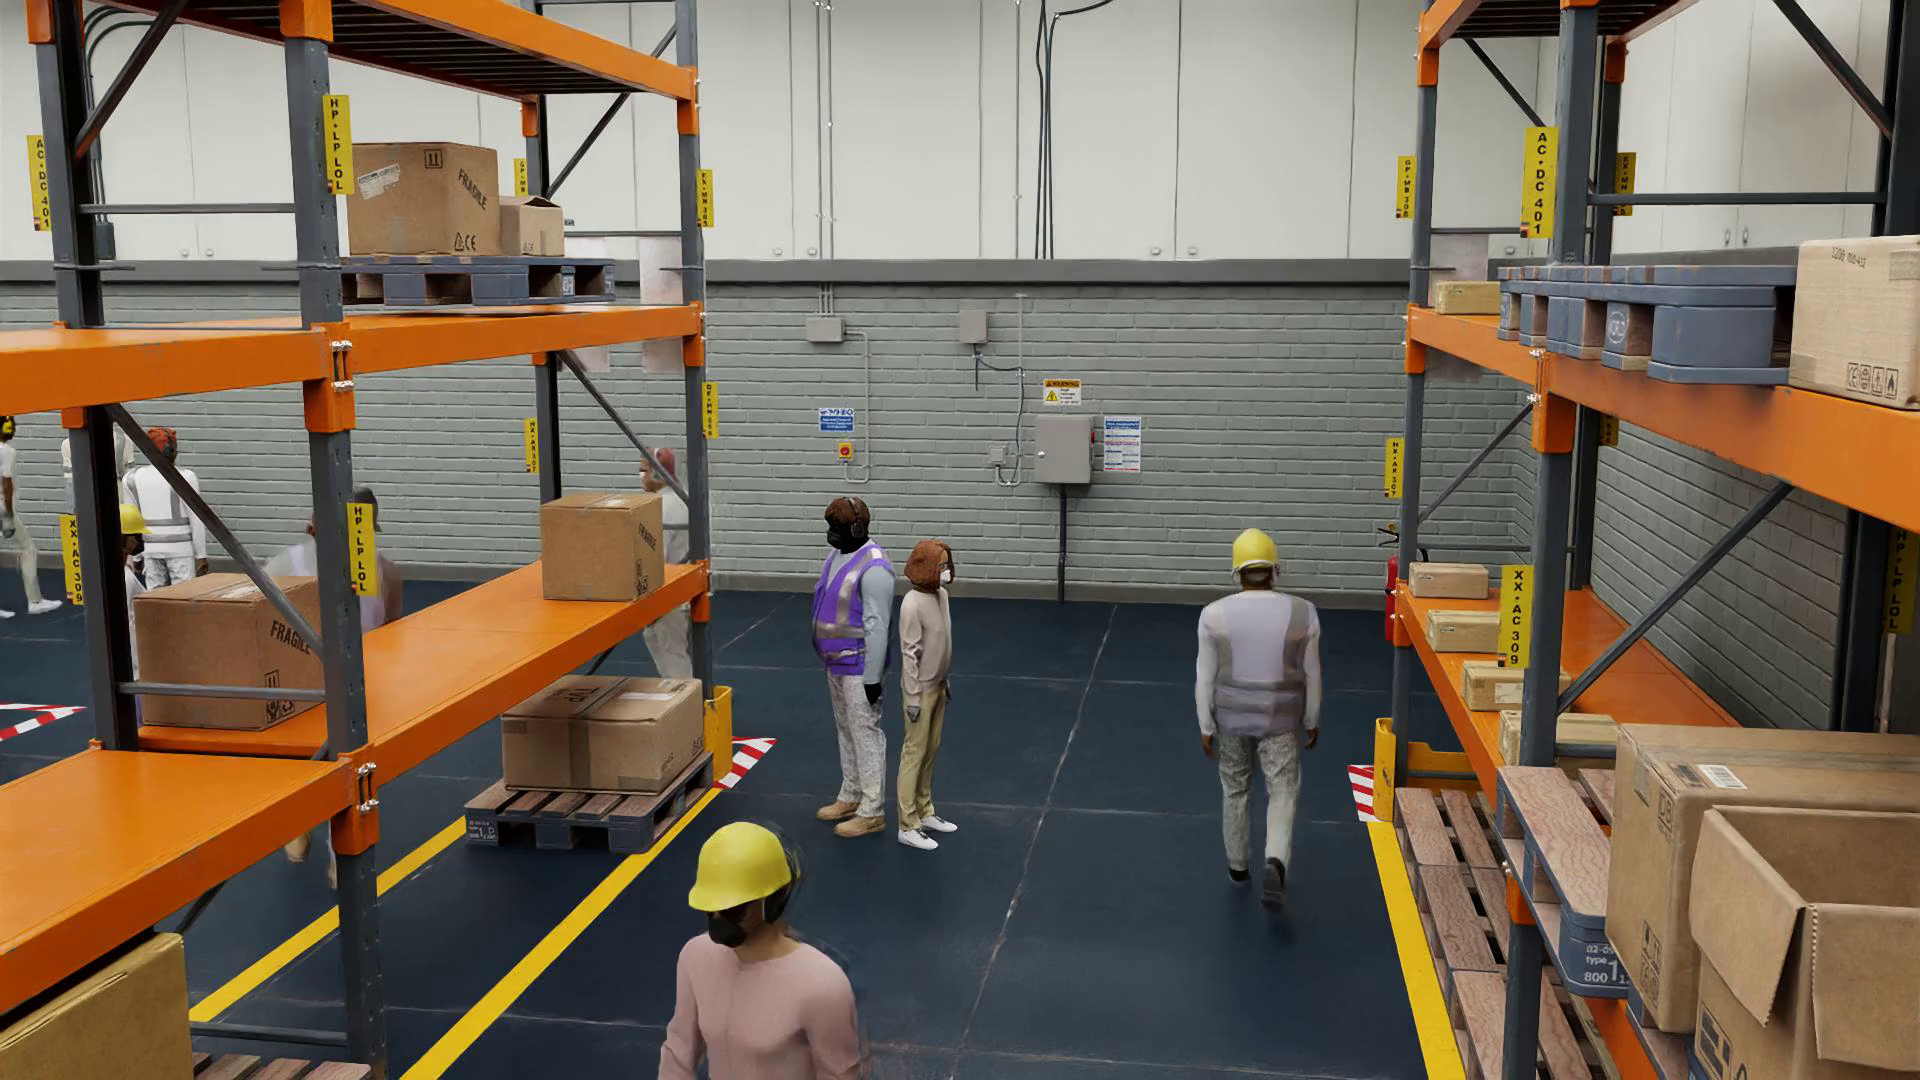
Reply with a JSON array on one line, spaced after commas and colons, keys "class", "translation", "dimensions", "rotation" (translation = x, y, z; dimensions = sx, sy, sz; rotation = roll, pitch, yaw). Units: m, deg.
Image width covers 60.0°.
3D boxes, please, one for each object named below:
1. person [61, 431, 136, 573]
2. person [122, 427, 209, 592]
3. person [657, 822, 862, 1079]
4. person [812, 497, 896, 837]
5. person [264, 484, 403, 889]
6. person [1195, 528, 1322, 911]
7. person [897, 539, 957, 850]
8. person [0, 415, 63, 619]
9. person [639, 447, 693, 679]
[{"class": "person", "translation": [-7.701, -0.333, 14.924], "dimensions": [0.586, 1.920, 0.379], "rotation": [-7, 11, -35]}, {"class": "person", "translation": [-5.879, 0.099, 12.362], "dimensions": [0.572, 1.886, 0.355], "rotation": [0, 9, 2]}, {"class": "person", "translation": [-0.528, 1.526, 4.036], "dimensions": [0.545, 1.720, 0.877], "rotation": [7, 11, 35]}, {"class": "person", "translation": [-0.579, 0.673, 9.000], "dimensions": [0.429, 1.837, 0.627], "rotation": [-4, 10, -25]}, {"class": "person", "translation": [-3.069, 0.698, 8.191], "dimensions": [0.712, 2.000, 0.596], "rotation": [-5, 11, -30]}, {"class": "person", "translation": [1.418, 0.852, 7.938], "dimensions": [0.600, 1.811, 0.724], "rotation": [2, 9, 11]}, {"class": "person", "translation": [-0.171, 0.800, 8.815], "dimensions": [0.267, 1.632, 0.507], "rotation": [3, 10, 20]}, {"class": "person", "translation": [-8.292, -0.232, 14.555], "dimensions": [0.523, 1.834, 0.764], "rotation": [4, 10, 25]}, {"class": "person", "translation": [-1.942, 0.333, 10.906], "dimensions": [0.520, 1.886, 0.676], "rotation": [1, 9, 7]}]
